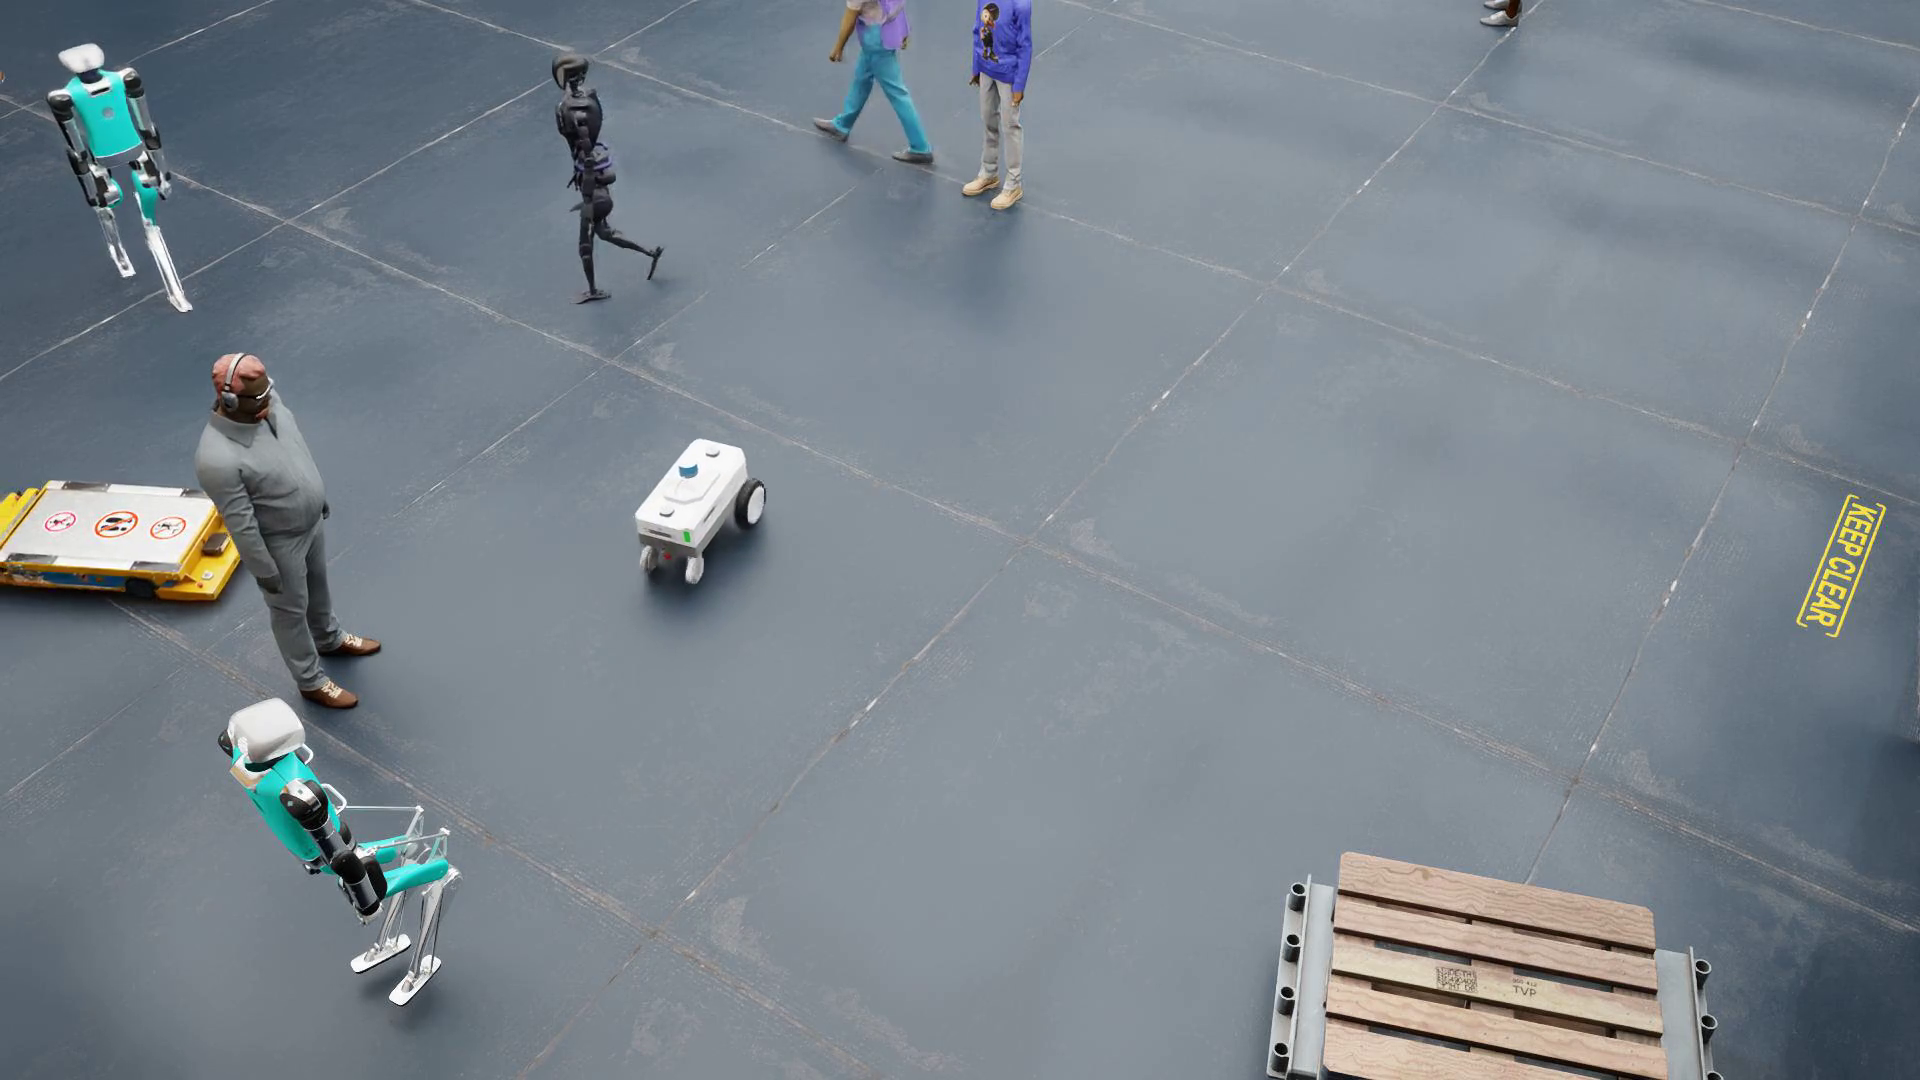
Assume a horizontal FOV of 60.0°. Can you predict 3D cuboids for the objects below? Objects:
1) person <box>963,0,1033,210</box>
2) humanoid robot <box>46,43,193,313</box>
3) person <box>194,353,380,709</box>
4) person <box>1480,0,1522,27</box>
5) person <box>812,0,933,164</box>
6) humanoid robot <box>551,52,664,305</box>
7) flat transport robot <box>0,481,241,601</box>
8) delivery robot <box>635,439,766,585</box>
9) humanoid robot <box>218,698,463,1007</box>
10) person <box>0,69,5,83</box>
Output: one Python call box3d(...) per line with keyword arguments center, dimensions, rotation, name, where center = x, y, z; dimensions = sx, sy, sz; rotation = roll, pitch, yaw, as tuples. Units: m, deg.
box3d(center=(0.253, -3.106, 11.053), dimensions=(0.342, 1.872, 0.468), rotation=(-33, 51, -31), name="person")
box3d(center=(-5.264, -2.312, 10.273), dimensions=(0.531, 1.767, 0.964), rotation=(-32, 51, -31), name="humanoid robot")
box3d(center=(-3.070, -0.049, 7.611), dimensions=(0.409, 1.902, 0.638), rotation=(3, 42, 3), name="person")
box3d(center=(4.504, -5.054, 13.192), dimensions=(0.454, 1.931, 0.554), rotation=(14, 44, 15), name="person")
box3d(center=(-0.623, -3.478, 11.529), dimensions=(0.973, 1.786, 0.555), rotation=(11, 43, 12), name="person")
box3d(center=(-2.206, -2.227, 10.231), dimensions=(0.621, 1.638, 0.588), rotation=(-13, 43, -14), name="humanoid robot")
box3d(center=(-4.501, 0.000, 8.779), dimensions=(1.431, 0.231, 0.659), rotation=(4, 42, 4), name="flat transport robot")
box3d(center=(-1.395, -0.201, 8.794), dimensions=(0.499, 0.601, 0.775), rotation=(14, 44, 15), name="delivery robot")
box3d(center=(-2.236, 1.114, 6.330), dimensions=(0.533, 1.677, 0.735), rotation=(30, 50, 30), name="humanoid robot")
box3d(center=(-7.604, -3.967, 12.064), dimensions=(0.553, 1.816, 0.960), rotation=(6, 42, 7), name="person")
